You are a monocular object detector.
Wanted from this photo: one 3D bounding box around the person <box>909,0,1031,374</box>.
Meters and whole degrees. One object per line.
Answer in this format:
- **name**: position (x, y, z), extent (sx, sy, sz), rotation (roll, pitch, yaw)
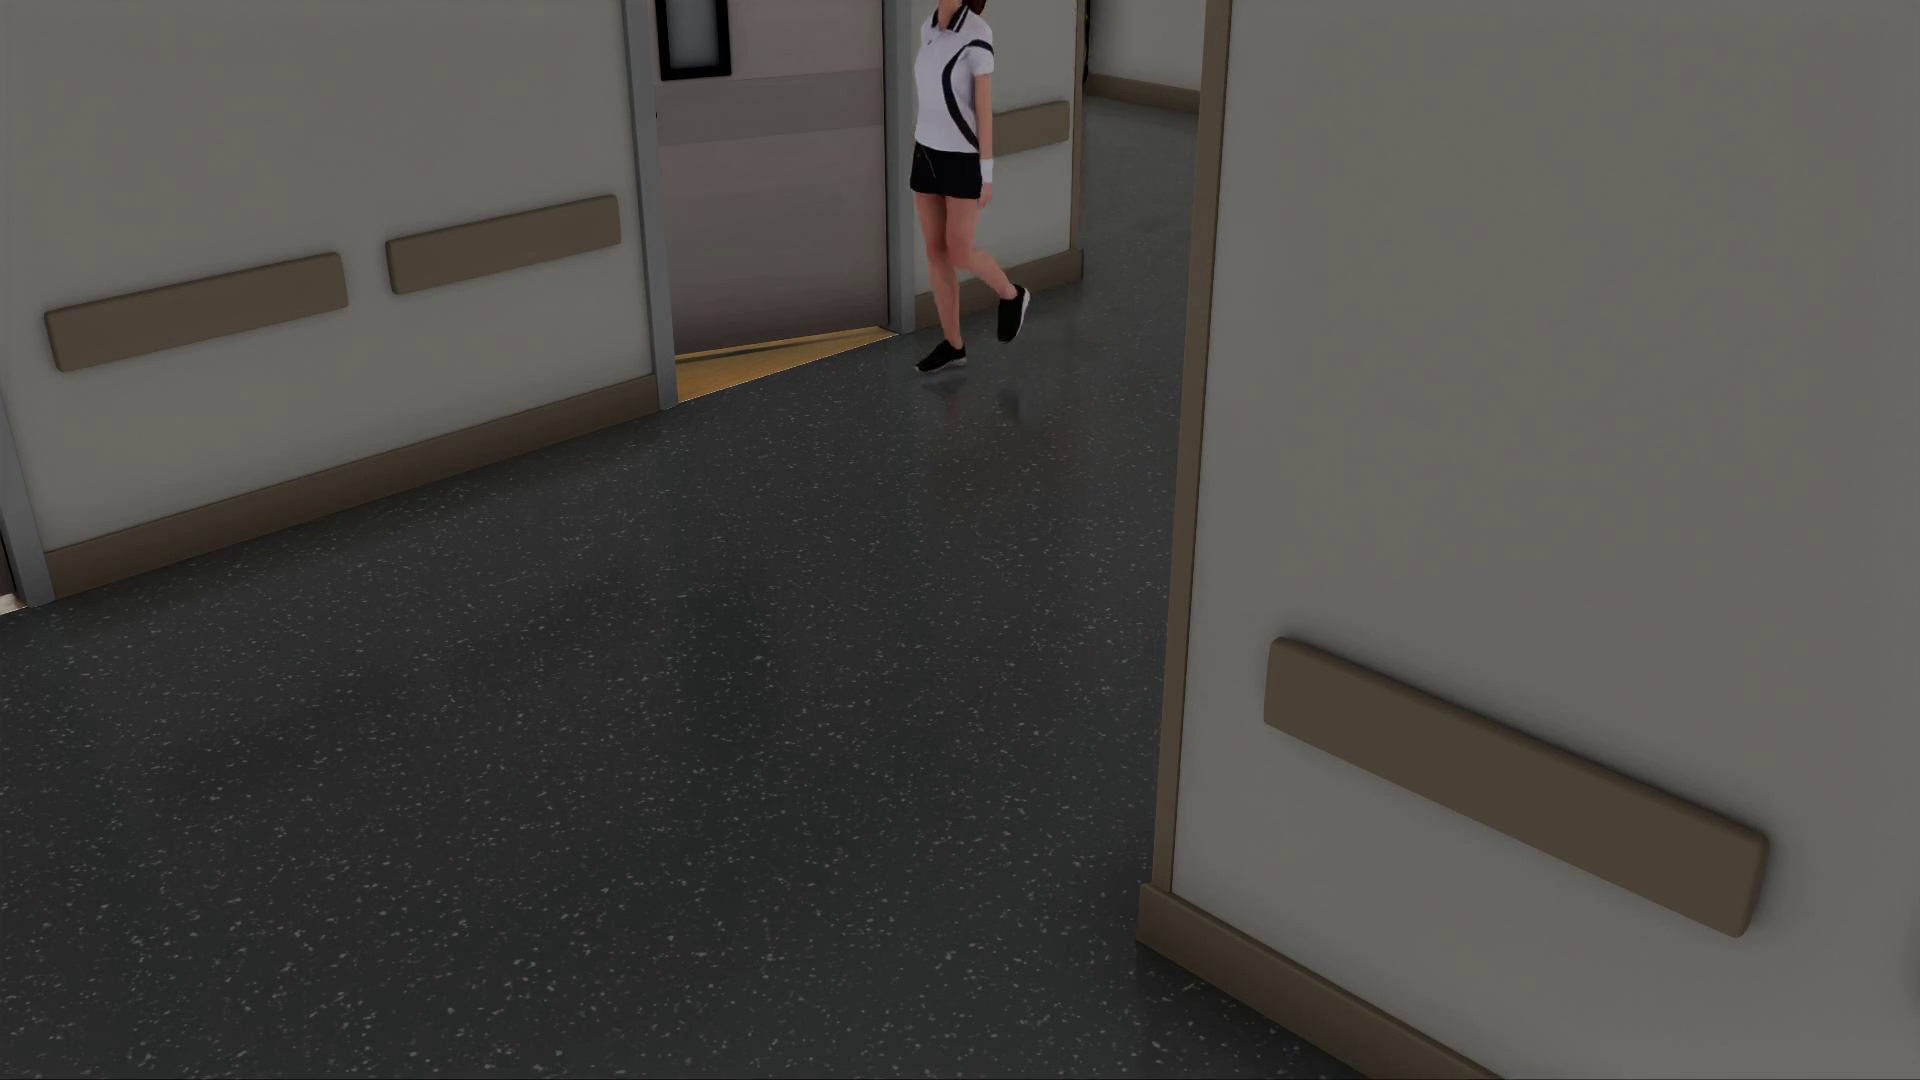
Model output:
- **person**: position (0.037, -1.544, 6.821), extent (0.764, 1.741, 0.571), rotation (-22, 33, -38)
